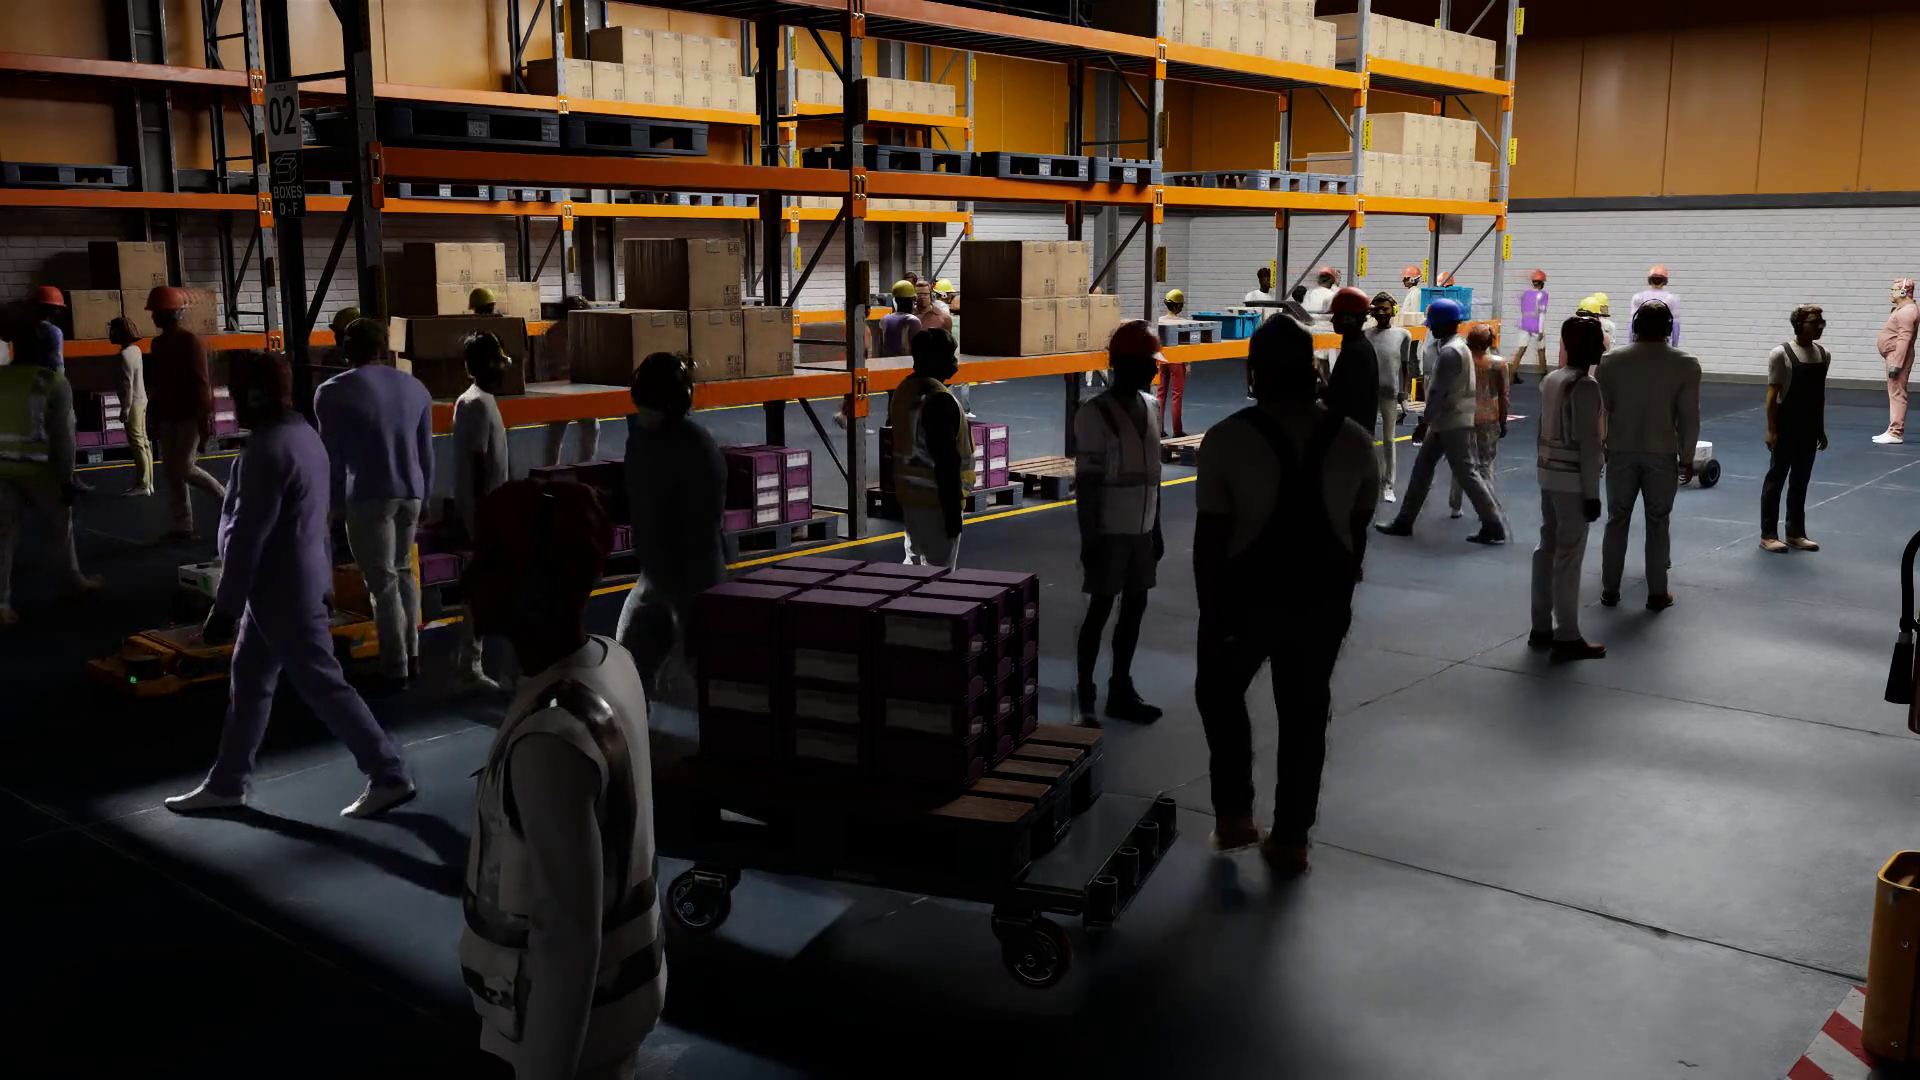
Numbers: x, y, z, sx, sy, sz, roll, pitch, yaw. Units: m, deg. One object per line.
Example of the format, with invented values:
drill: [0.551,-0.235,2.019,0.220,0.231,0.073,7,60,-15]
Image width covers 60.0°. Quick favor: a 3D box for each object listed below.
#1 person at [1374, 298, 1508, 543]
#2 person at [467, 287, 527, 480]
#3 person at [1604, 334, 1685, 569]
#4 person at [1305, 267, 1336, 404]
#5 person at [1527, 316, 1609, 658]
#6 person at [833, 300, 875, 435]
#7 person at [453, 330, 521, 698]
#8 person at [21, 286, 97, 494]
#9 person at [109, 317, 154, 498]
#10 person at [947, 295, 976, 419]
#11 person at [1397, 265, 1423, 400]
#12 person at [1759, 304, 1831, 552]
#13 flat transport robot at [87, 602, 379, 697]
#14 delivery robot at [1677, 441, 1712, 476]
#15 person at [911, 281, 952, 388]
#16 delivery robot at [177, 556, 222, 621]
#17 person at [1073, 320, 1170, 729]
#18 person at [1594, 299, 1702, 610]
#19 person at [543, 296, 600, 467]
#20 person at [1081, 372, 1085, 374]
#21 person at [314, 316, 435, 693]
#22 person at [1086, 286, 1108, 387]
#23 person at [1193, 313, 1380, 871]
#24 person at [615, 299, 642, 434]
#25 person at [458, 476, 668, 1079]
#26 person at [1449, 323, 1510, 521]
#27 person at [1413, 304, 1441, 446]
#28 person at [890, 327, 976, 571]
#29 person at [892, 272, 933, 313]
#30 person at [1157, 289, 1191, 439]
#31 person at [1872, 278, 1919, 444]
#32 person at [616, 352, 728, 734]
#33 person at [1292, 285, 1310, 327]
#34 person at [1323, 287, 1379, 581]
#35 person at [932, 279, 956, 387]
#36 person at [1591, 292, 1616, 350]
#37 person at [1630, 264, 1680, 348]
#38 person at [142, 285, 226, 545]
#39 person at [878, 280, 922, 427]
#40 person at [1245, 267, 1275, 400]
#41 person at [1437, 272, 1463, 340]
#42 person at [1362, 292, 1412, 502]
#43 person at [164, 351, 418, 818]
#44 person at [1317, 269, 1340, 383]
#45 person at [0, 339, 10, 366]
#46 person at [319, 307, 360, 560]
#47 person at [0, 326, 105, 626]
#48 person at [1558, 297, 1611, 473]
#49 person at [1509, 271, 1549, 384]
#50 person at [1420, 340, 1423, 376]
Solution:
person: [3.776,-0.913,12.795,0.993,1.889,0.585,3,10,15]
person: [-4.306,-1.335,15.126,0.793,1.890,0.609,6,12,32]
person: [4.813,-0.696,11.671,0.604,1.831,0.404,6,11,29]
person: [5.352,-2.971,24.185,1.022,1.964,0.705,-6,11,-29]
person: [3.391,-0.295,9.237,0.355,1.883,0.572,-1,10,-5]
person: [-1.238,-2.085,20.002,0.411,1.683,0.532,-3,10,-17]
person: [-2.317,-0.122,8.352,0.582,1.844,0.534,-4,11,-21]
person: [-8.331,-1.353,15.231,0.613,1.903,0.524,5,11,26]
person: [-7.541,-1.204,15.124,0.279,1.633,0.504,-3,10,-15]
person: [-0.012,-2.418,22.036,0.507,1.632,0.277,5,11,24]
person: [6.706,-3.080,24.773,0.385,1.993,0.624,2,10,11]
person: [6.226,-0.828,12.375,0.511,1.846,0.341,-3,10,-15]
flat transport robot: [-3.814,0.564,8.931,0.652,0.197,1.431,10,14,43]
delivery robot: [6.771,-0.819,15.718,0.707,0.478,0.477,-6,11,-33]
person: [-0.395,-1.801,17.745,0.651,1.907,0.409,-1,10,-5]
delivery robot: [-4.207,0.220,9.816,0.477,0.478,0.707,8,13,37]
person: [0.741,-0.059,7.858,0.655,1.919,0.352,-9,13,-40]
person: [4.281,-0.531,10.421,0.635,1.938,0.359,6,11,30]
person: [-3.598,-1.369,15.549,0.754,1.802,0.773,7,12,35]
person: [2.134,-3.871,29.932,0.313,1.769,0.523,2,10,11]
person: [-2.986,-0.183,8.561,0.579,1.908,0.628,7,12,36]
person: [2.225,-3.299,27.034,0.514,1.639,0.310,2,10,13]
person: [1.149,0.186,6.050,0.699,2.000,0.538,-2,10,-9]
person: [-2.868,-1.280,15.041,0.579,1.820,0.446,2,10,13]
person: [-0.685,0.824,2.864,0.355,1.885,0.575,-1,10,-7]
person: [4.288,-0.977,13.811,0.522,1.639,0.306,7,12,33]
person: [5.333,-1.842,18.754,0.265,1.632,0.507,-1,10,-5]
person: [-0.131,-0.198,8.803,0.429,1.844,0.627,-4,11,-23]
person: [-0.676,-2.787,23.325,0.599,1.917,0.375,2,10,14]
person: [2.529,-2.085,19.758,0.533,1.767,0.313,9,13,42]
person: [10.827,-2.063,19.235,0.409,1.909,0.640,6,11,29]
person: [-1.064,0.207,6.421,1.047,1.880,0.654,-8,13,-37]
person: [5.075,-2.979,25.048,0.540,1.695,0.318,7,12,35]
person: [2.637,-0.717,11.317,0.388,1.992,0.625,3,10,16]
person: [-0.221,-2.628,22.658,0.404,1.831,0.600,-4,11,-19]
person: [7.389,-2.010,19.398,0.492,1.742,0.324,8,13,38]
person: [9.284,-2.661,22.250,0.616,2.040,0.389,5,11,27]
person: [-5.913,-0.954,12.720,0.638,1.976,0.558,6,12,33]
person: [-0.573,-1.668,16.918,0.587,1.930,0.363,9,13,41]
person: [4.514,-3.073,24.815,0.603,1.966,0.368,-5,11,-28]
person: [6.629,-2.700,22.803,0.541,1.932,0.382,8,13,39]
person: [3.737,-1.267,14.806,0.531,1.871,0.322,3,10,18]
person: [-2.655,0.192,6.532,0.985,1.867,0.636,-2,10,-12]
person: [6.180,-3.542,27.672,0.404,1.903,0.636,-6,11,-29]
person: [-7.837,-1.032,13.586,0.888,1.840,0.518,0,10,-1]
person: [-4.409,-0.774,12.116,0.404,1.827,0.600,-9,14,-42]
person: [-5.668,-0.399,10.128,0.741,1.782,0.970,1,10,4]
person: [6.253,-1.540,16.662,0.522,1.769,0.311,8,13,40]
person: [9.552,-3.536,27.713,1.008,1.880,0.564,-6,12,-33]
person: [8.335,-3.711,29.388,0.517,1.636,0.313,4,11,24]
